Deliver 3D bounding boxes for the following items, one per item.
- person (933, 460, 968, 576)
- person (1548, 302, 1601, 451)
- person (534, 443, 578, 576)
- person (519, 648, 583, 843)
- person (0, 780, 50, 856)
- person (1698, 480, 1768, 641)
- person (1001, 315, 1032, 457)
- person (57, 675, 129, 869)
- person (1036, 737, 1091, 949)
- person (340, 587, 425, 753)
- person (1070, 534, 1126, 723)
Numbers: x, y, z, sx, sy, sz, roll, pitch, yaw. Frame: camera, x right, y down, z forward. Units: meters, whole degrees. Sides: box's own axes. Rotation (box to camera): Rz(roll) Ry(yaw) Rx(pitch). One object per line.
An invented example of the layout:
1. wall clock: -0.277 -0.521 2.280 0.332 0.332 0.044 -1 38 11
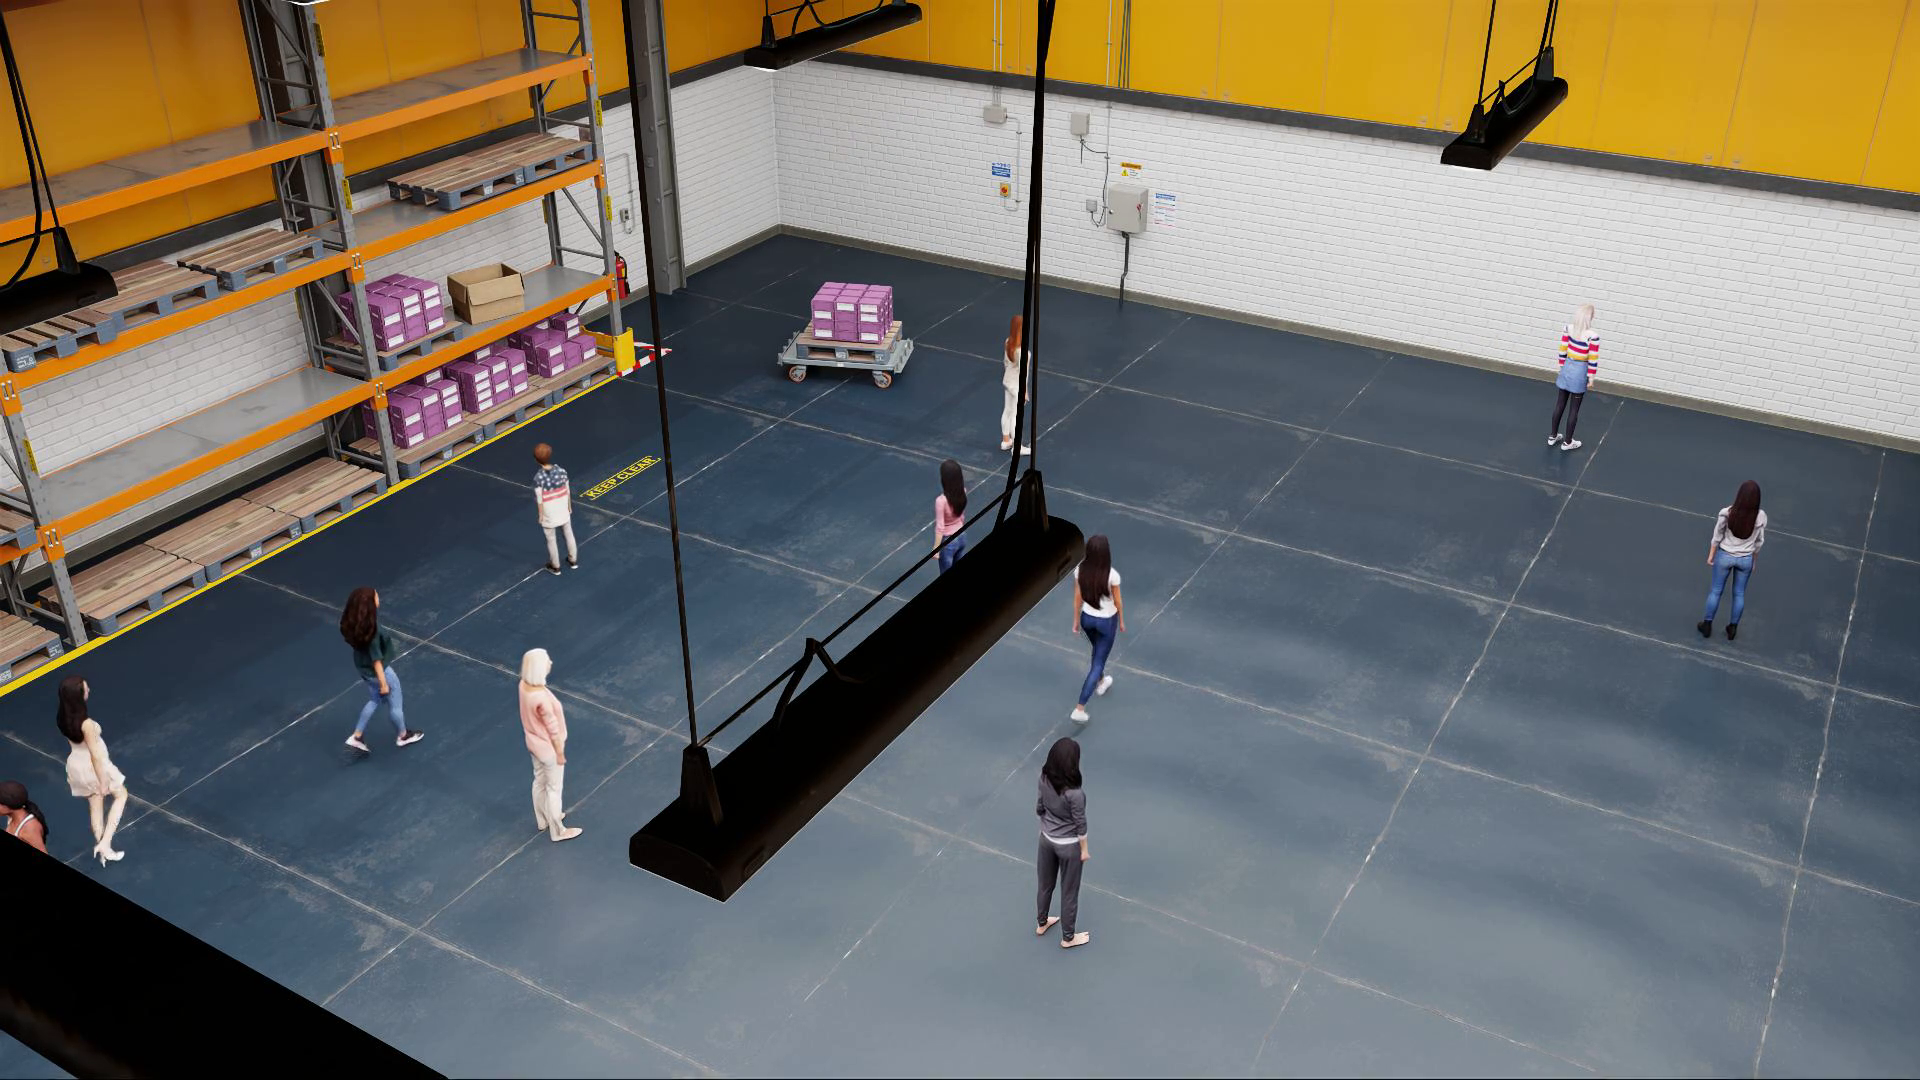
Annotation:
1. person: -0.087 0.015 16.104 0.655 1.742 0.491 21 35 33
2. person: 7.254 -1.954 19.646 0.667 1.808 0.718 -19 34 -30
3. person: -4.165 -0.333 17.061 0.516 1.439 0.638 -21 35 -33
4. person: -3.301 1.609 13.202 0.631 1.724 0.666 -23 36 -35
5. person: -6.443 2.408 11.707 0.597 1.754 0.622 -24 36 -36
6. person: 7.407 0.193 15.897 0.655 1.629 0.619 6 29 11
7. person: 0.645 -1.821 19.504 0.722 1.710 0.694 -12 31 -21
8. person: -6.758 1.835 12.788 0.610 1.725 0.606 13 31 23
9. person: 0.734 2.193 12.089 0.639 1.765 0.584 24 37 37
10. person: -5.052 1.143 14.184 0.973 1.602 0.769 -23 36 -35
11. person: 1.187 0.804 14.665 0.647 1.736 1.132 18 34 30
